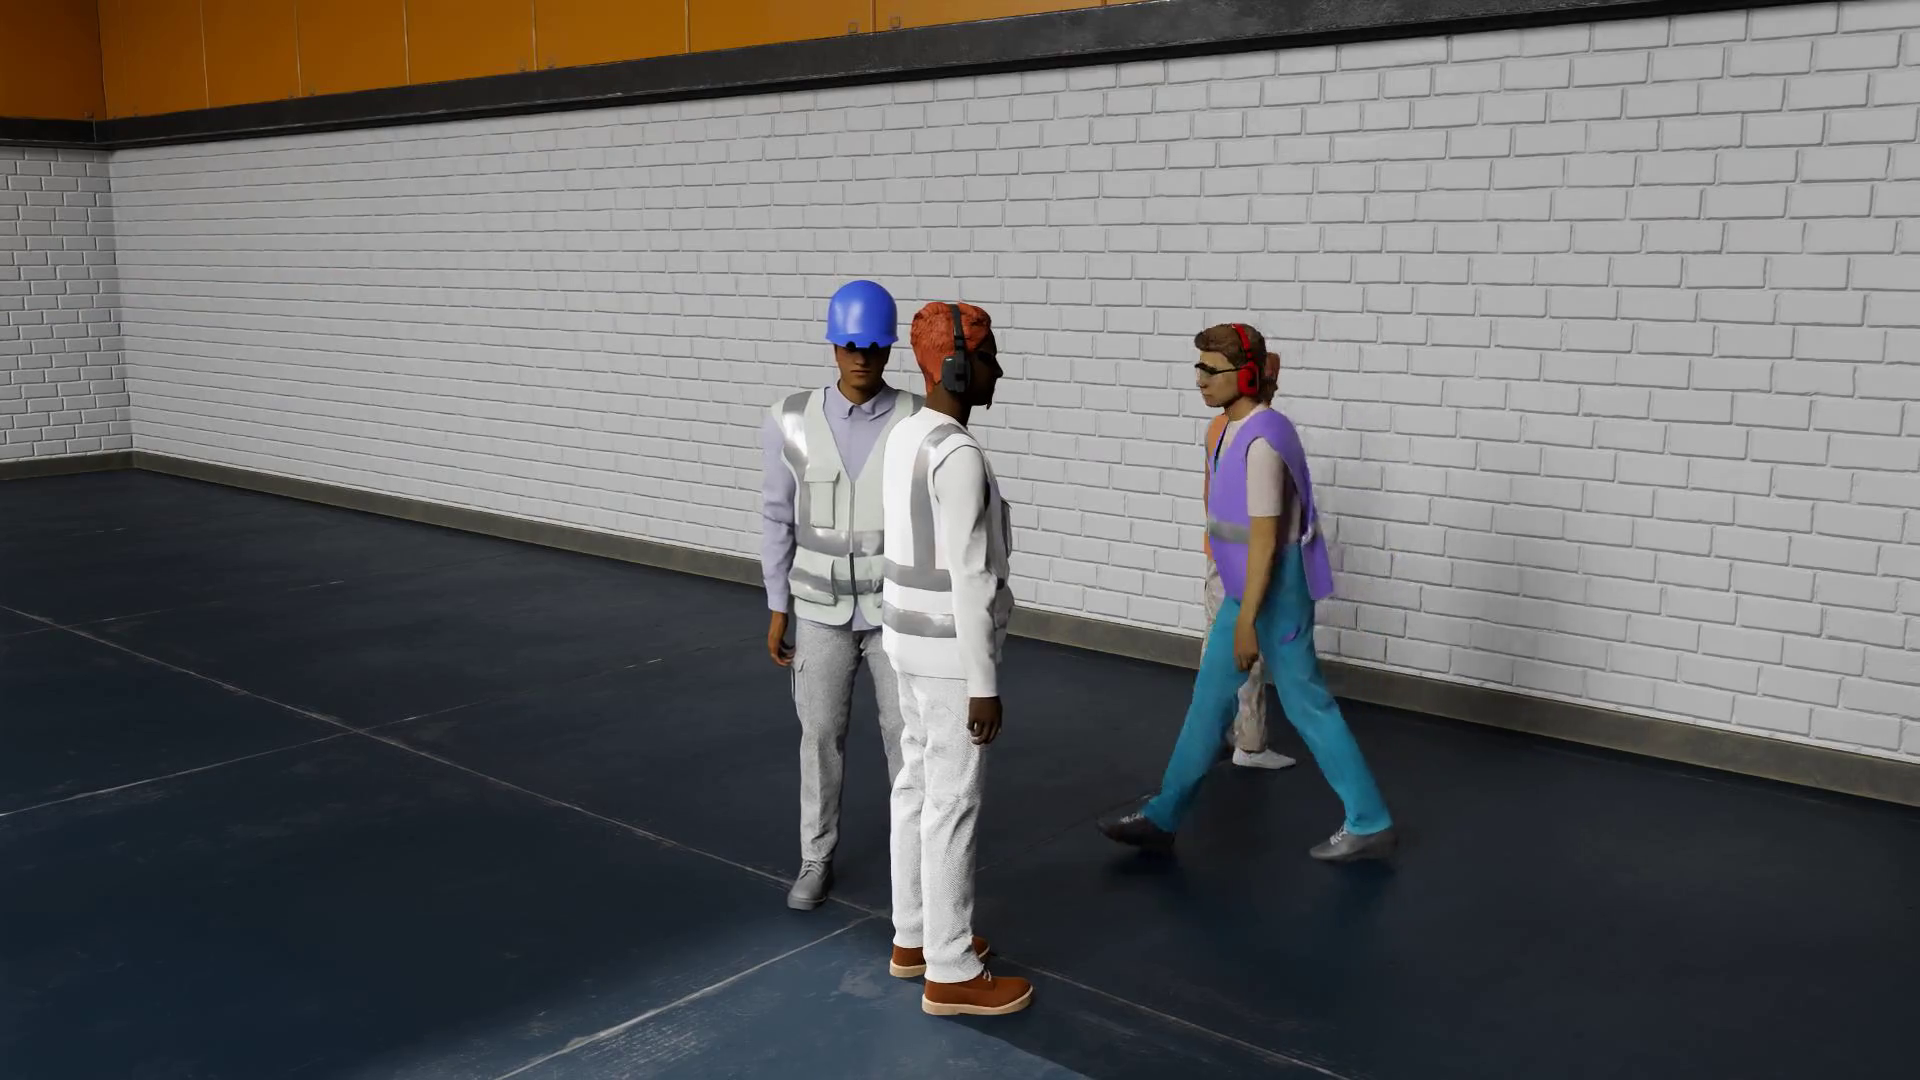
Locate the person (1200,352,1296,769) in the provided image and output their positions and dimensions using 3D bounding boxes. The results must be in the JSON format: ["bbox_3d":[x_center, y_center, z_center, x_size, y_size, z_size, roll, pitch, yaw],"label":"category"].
[{"bbox_3d":[1.112,0.074,6.502,0.307,1.641,0.513,-4,11,-22],"label":"person"}]

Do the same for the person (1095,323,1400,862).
[{"bbox_3d":[0.967,0.189,5.424,1.013,1.784,0.595,0,10,-2],"label":"person"}]

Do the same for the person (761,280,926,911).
[{"bbox_3d":[-0.287,0.197,4.990,0.619,1.934,0.438,1,10,6],"label":"person"}]

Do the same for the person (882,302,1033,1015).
[{"bbox_3d":[-0.025,0.316,4.429,0.349,1.882,0.584,-4,11,-19],"label":"person"}]
